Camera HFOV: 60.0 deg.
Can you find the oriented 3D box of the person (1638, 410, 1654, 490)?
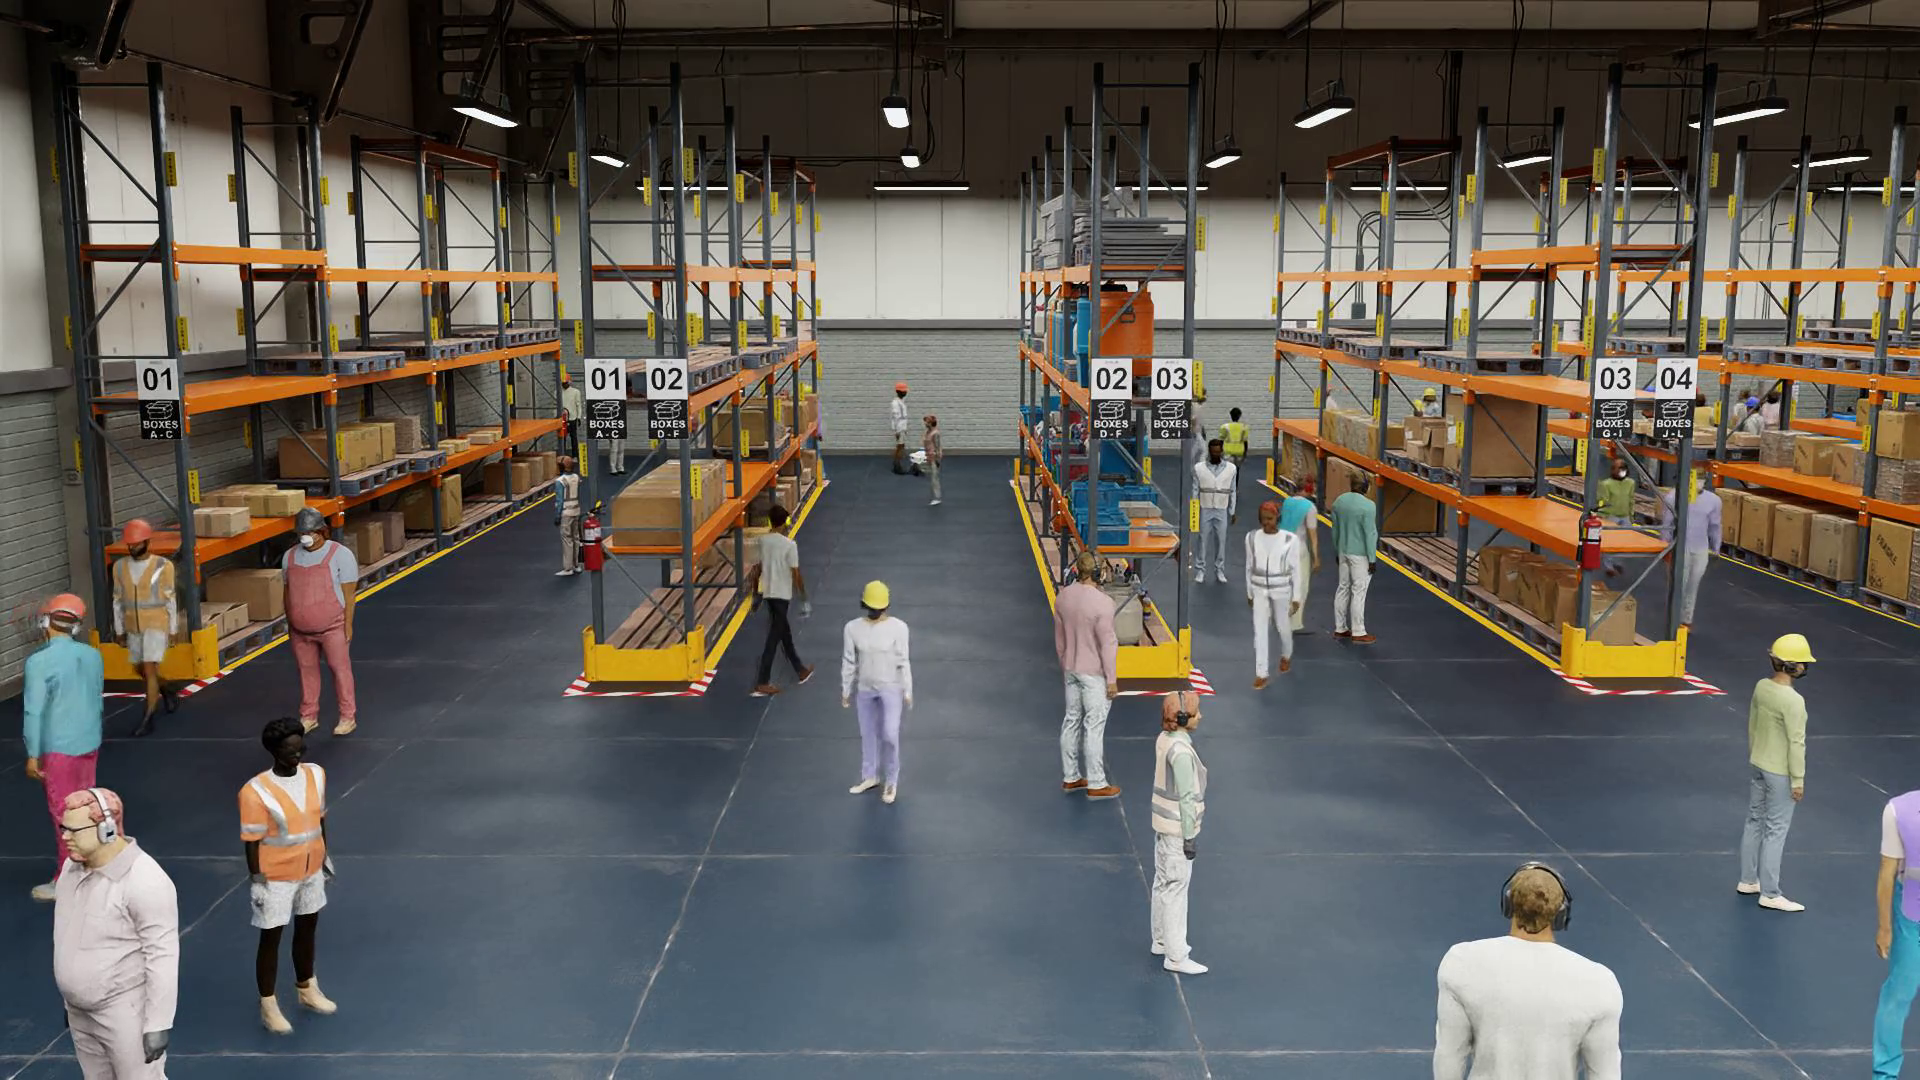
[{"bbox_3d":[13.183,-1.782,31.912,0.270,1.632,0.508,4,10,23],"label":"person"}]

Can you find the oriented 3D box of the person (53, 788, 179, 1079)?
[{"bbox_3d":[-3.556,1.961,6.958,0.651,1.906,0.403,5,10,29],"label":"person"}]

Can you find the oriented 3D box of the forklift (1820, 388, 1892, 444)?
[{"bbox_3d":[20.072,-3.110,36.462,1.873,2.768,1.129,0,9,0],"label":"forklift"}]

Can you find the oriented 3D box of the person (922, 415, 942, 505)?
[{"bbox_3d":[-0.473,-1.434,29.705,0.393,1.622,0.558,-4,10,-22],"label":"person"}]

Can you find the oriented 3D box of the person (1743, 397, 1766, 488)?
[{"bbox_3d":[14.049,-1.567,29.520,0.395,1.945,0.618,8,12,41],"label":"person"}]

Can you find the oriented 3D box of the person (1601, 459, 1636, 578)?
[{"bbox_3d":[8.834,-0.284,22.321,0.520,1.617,0.370,-1,9,-9],"label":"person"}]

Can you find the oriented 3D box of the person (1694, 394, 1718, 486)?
[{"bbox_3d":[14.400,-1.934,32.343,0.671,1.804,0.541,2,9,14],"label":"person"}]

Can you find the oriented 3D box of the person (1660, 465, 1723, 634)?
[{"bbox_3d":[8.251,0.122,18.717,0.654,1.925,0.515,0,9,2],"label":"person"}]

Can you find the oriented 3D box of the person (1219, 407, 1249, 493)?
[{"bbox_3d":[5.081,-1.625,30.811,0.533,1.664,0.808,-1,9,-6],"label":"person"}]

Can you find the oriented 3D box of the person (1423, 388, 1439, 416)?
[{"bbox_3d":[9.881,-2.329,35.080,0.314,1.743,0.493,-4,10,-23],"label":"person"}]

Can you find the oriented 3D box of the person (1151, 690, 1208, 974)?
[{"bbox_3d":[1.260,1.677,9.642,0.308,1.640,0.511,-1,9,-8],"label":"person"}]

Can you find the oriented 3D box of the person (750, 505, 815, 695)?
[{"bbox_3d":[-1.712,0.569,16.220,0.604,1.809,0.958,8,12,41],"label":"person"}]

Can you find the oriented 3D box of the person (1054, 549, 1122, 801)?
[{"bbox_3d":[0.987,1.031,12.836,0.371,1.941,0.627,-7,11,-37],"label":"person"}]

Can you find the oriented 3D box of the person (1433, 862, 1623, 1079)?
[{"bbox_3d":[2.021,2.098,5.974,0.633,1.938,0.356,4,10,24],"label":"person"}]

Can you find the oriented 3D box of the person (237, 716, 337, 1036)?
[{"bbox_3d":[-3.581,1.765,8.887,0.317,1.696,0.540,5,10,28],"label":"person"}]

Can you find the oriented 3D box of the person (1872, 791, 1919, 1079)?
[{"bbox_3d":[4.669,1.834,7.972,0.566,1.844,0.382,0,9,2],"label":"person"}]

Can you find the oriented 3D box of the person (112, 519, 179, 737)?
[{"bbox_3d":[-7.223,0.739,14.819,0.549,1.913,0.792,0,9,3],"label":"person"}]

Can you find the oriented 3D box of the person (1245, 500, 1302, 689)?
[{"bbox_3d":[3.135,0.504,16.581,0.591,1.856,0.945,4,10,24],"label":"person"}]

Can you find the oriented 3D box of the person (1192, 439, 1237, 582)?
[{"bbox_3d":[3.367,-0.392,22.062,0.590,1.918,0.389,0,9,2],"label":"person"}]

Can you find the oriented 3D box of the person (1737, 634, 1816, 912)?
[{"bbox_3d":[5.229,1.464,10.605,0.322,1.767,0.533,0,9,-2],"label":"person"}]

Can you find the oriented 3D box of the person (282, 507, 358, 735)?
[{"bbox_3d":[-5.656,0.704,14.613,0.677,2.000,0.536,1,9,6],"label":"person"}]

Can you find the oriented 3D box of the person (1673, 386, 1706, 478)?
[{"bbox_3d":[14.688,-2.169,33.460,0.372,1.928,0.543,-7,11,-38],"label":"person"}]

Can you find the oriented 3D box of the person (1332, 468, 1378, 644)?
[{"bbox_3d":[4.361,0.176,18.340,0.355,1.936,0.637,-5,10,-28],"label":"person"}]

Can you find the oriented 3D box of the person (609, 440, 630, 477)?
[{"bbox_3d":[-7.014,-2.198,33.997,0.403,1.820,0.604,3,9,20],"label":"person"}]

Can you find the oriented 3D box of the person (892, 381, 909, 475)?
[{"bbox_3d":[-1.221,-2.317,34.396,0.379,1.937,0.552,2,9,10],"label":"person"}]

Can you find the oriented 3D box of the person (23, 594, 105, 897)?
[{"bbox_3d":[-5.782,1.343,10.811,0.438,1.954,0.671,1,9,8],"label":"person"}]

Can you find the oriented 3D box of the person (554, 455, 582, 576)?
[{"bbox_3d":[-5.317,-0.330,22.554,0.309,1.641,0.514,3,9,18],"label":"person"}]

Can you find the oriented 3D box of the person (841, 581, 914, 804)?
[{"bbox_3d":[-0.617,1.149,12.732,0.604,1.731,0.583,2,9,15],"label":"person"}]

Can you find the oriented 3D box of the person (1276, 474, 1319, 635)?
[{"bbox_3d":[3.834,0.166,18.768,0.444,1.825,0.608,-4,10,-22],"label":"person"}]

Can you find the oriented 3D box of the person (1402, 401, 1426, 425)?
[{"bbox_3d":[8.440,-1.682,30.797,0.590,1.784,0.905,5,10,28],"label":"person"}]

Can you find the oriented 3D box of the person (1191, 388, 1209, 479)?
[{"bbox_3d":[4.845,-2.127,33.470,0.672,1.844,0.527,1,9,6],"label":"person"}]

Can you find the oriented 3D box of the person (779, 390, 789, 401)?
[{"bbox_3d":[-3.818,-2.472,36.365,0.312,1.633,0.519,2,9,13],"label":"person"}]

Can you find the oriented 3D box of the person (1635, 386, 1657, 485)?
[{"bbox_3d":[13.523,-2.041,32.607,0.403,1.937,0.604,2,9,11],"label":"person"}]

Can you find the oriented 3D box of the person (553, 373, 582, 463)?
[{"bbox_3d":[-8.640,-2.684,36.591,0.614,1.982,0.406,0,9,2],"label":"person"}]

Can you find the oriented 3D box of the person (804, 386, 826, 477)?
[{"bbox_3d":[-2.978,-2.149,33.430,0.636,1.895,0.601,3,9,20],"label":"person"}]

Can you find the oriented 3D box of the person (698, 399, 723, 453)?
[{"bbox_3d":[-4.552,-1.803,31.122,0.654,1.912,0.854,0,9,-3],"label":"person"}]
